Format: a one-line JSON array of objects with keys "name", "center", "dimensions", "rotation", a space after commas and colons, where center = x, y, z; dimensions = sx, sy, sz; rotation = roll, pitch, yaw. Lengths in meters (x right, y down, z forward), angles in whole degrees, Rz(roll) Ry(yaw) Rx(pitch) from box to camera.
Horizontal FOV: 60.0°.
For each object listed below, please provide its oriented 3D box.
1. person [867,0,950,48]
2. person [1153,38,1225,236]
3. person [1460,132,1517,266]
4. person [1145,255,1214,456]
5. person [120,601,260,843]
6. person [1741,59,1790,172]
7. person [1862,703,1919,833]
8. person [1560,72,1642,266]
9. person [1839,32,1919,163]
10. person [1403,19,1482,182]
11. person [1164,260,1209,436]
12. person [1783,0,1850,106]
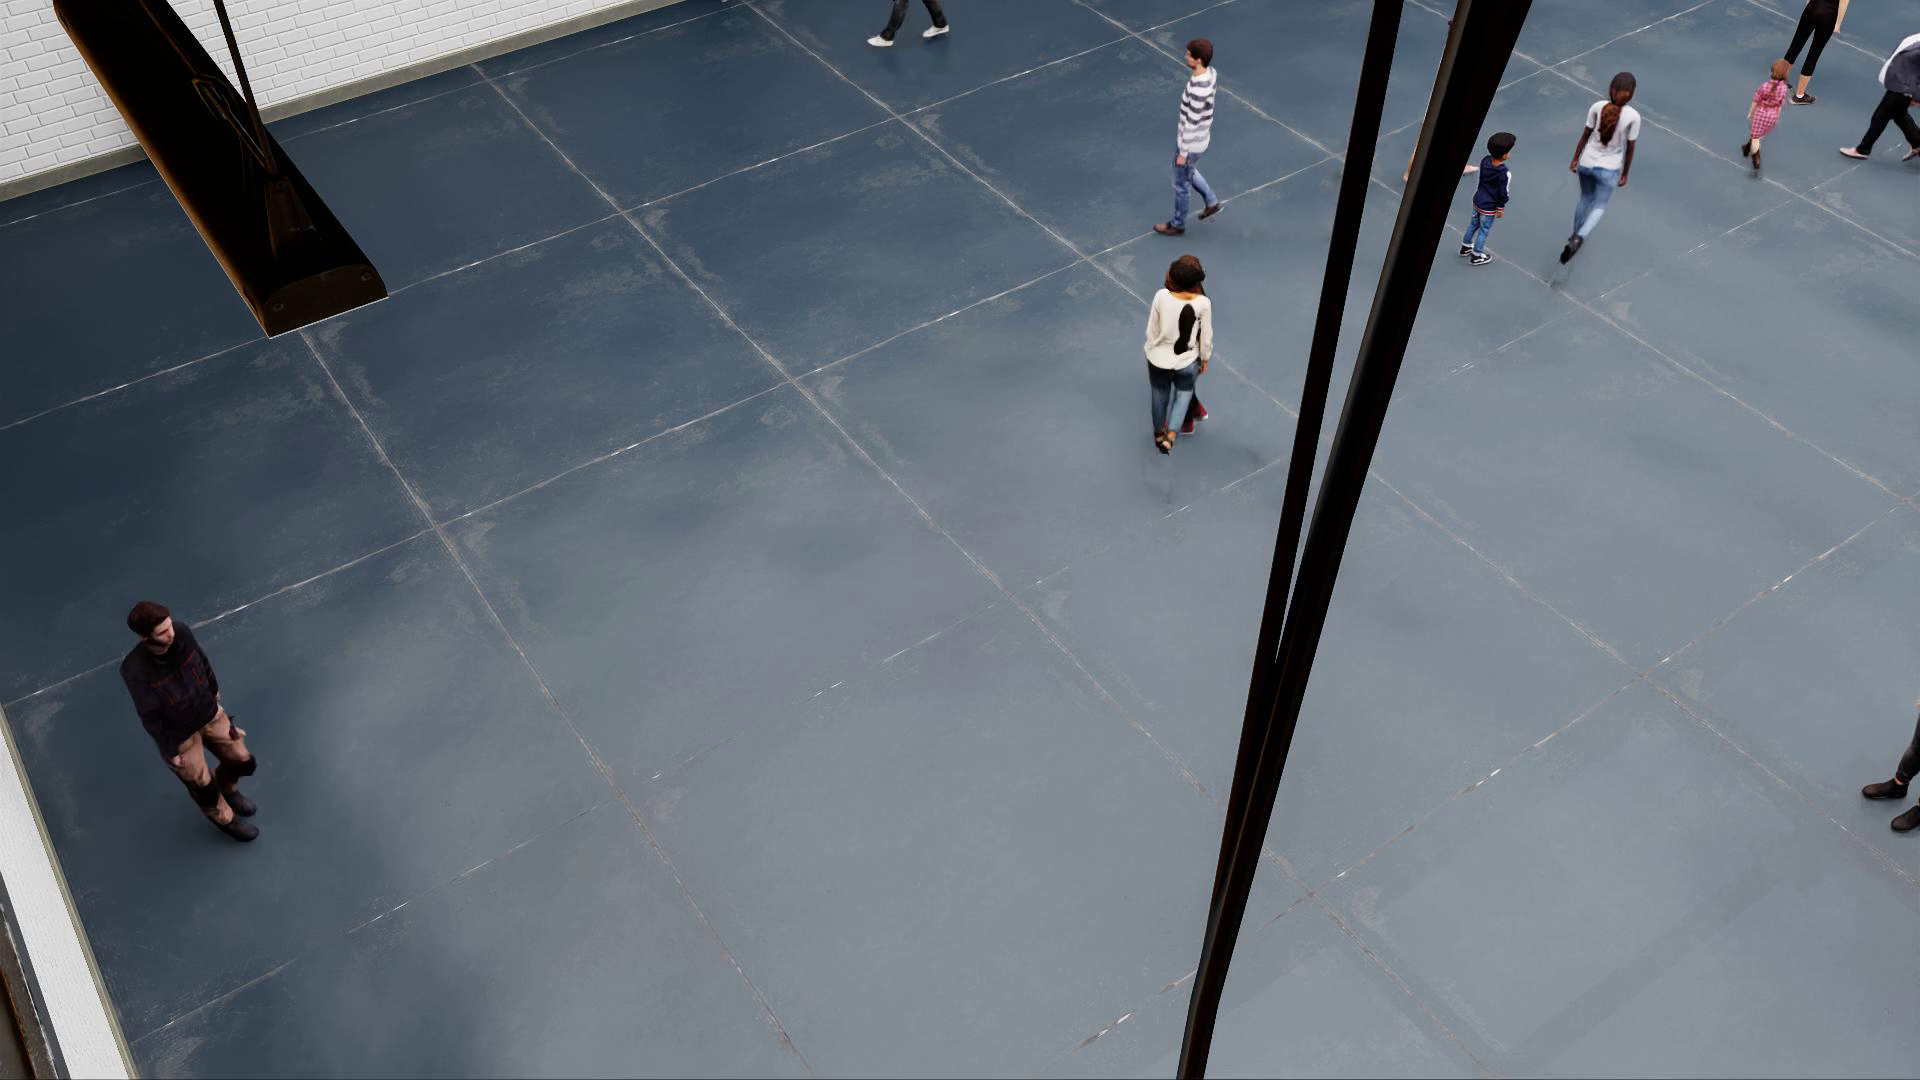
[{"name": "person", "center": [-0.403, -5.878, 16.864], "dimensions": [1.197, 1.759, 0.824], "rotation": [-17, 46, -17]}, {"name": "person", "center": [2.055, -3.416, 14.222], "dimensions": [0.971, 1.839, 0.920], "rotation": [10, 44, 10]}, {"name": "person", "center": [4.487, -2.905, 14.133], "dimensions": [0.553, 1.222, 0.557], "rotation": [-13, 45, -14]}, {"name": "person", "center": [1.541, -1.274, 12.100], "dimensions": [0.854, 1.665, 0.917], "rotation": [11, 45, 11]}, {"name": "person", "center": [-4.478, 1.022, 9.511], "dimensions": [0.897, 1.910, 0.796], "rotation": [20, 47, 20]}, {"name": "person", "center": [7.434, -3.910, 15.346], "dimensions": [0.727, 1.004, 0.751], "rotation": [3, 44, 4]}, {"name": "person", "center": [5.796, 1.034, 9.639], "dimensions": [0.651, 1.717, 0.691], "rotation": [-11, 45, -11]}, {"name": "person", "center": [5.351, -3.074, 13.963], "dimensions": [0.816, 1.701, 0.996], "rotation": [25, 49, 24]}, {"name": "person", "center": [8.725, -4.142, 15.173], "dimensions": [1.021, 1.578, 1.044], "rotation": [18, 46, 18]}, {"name": "person", "center": [4.286, -3.891, 14.910], "dimensions": [1.019, 1.579, 0.935], "rotation": [6, 44, 6]}, {"name": "person", "center": [1.741, -1.381, 12.227], "dimensions": [0.857, 1.644, 0.795], "rotation": [12, 45, 12]}, {"name": "person", "center": [8.290, -5.063, 16.033], "dimensions": [0.554, 1.726, 0.599], "rotation": [-18, 47, -18]}]
